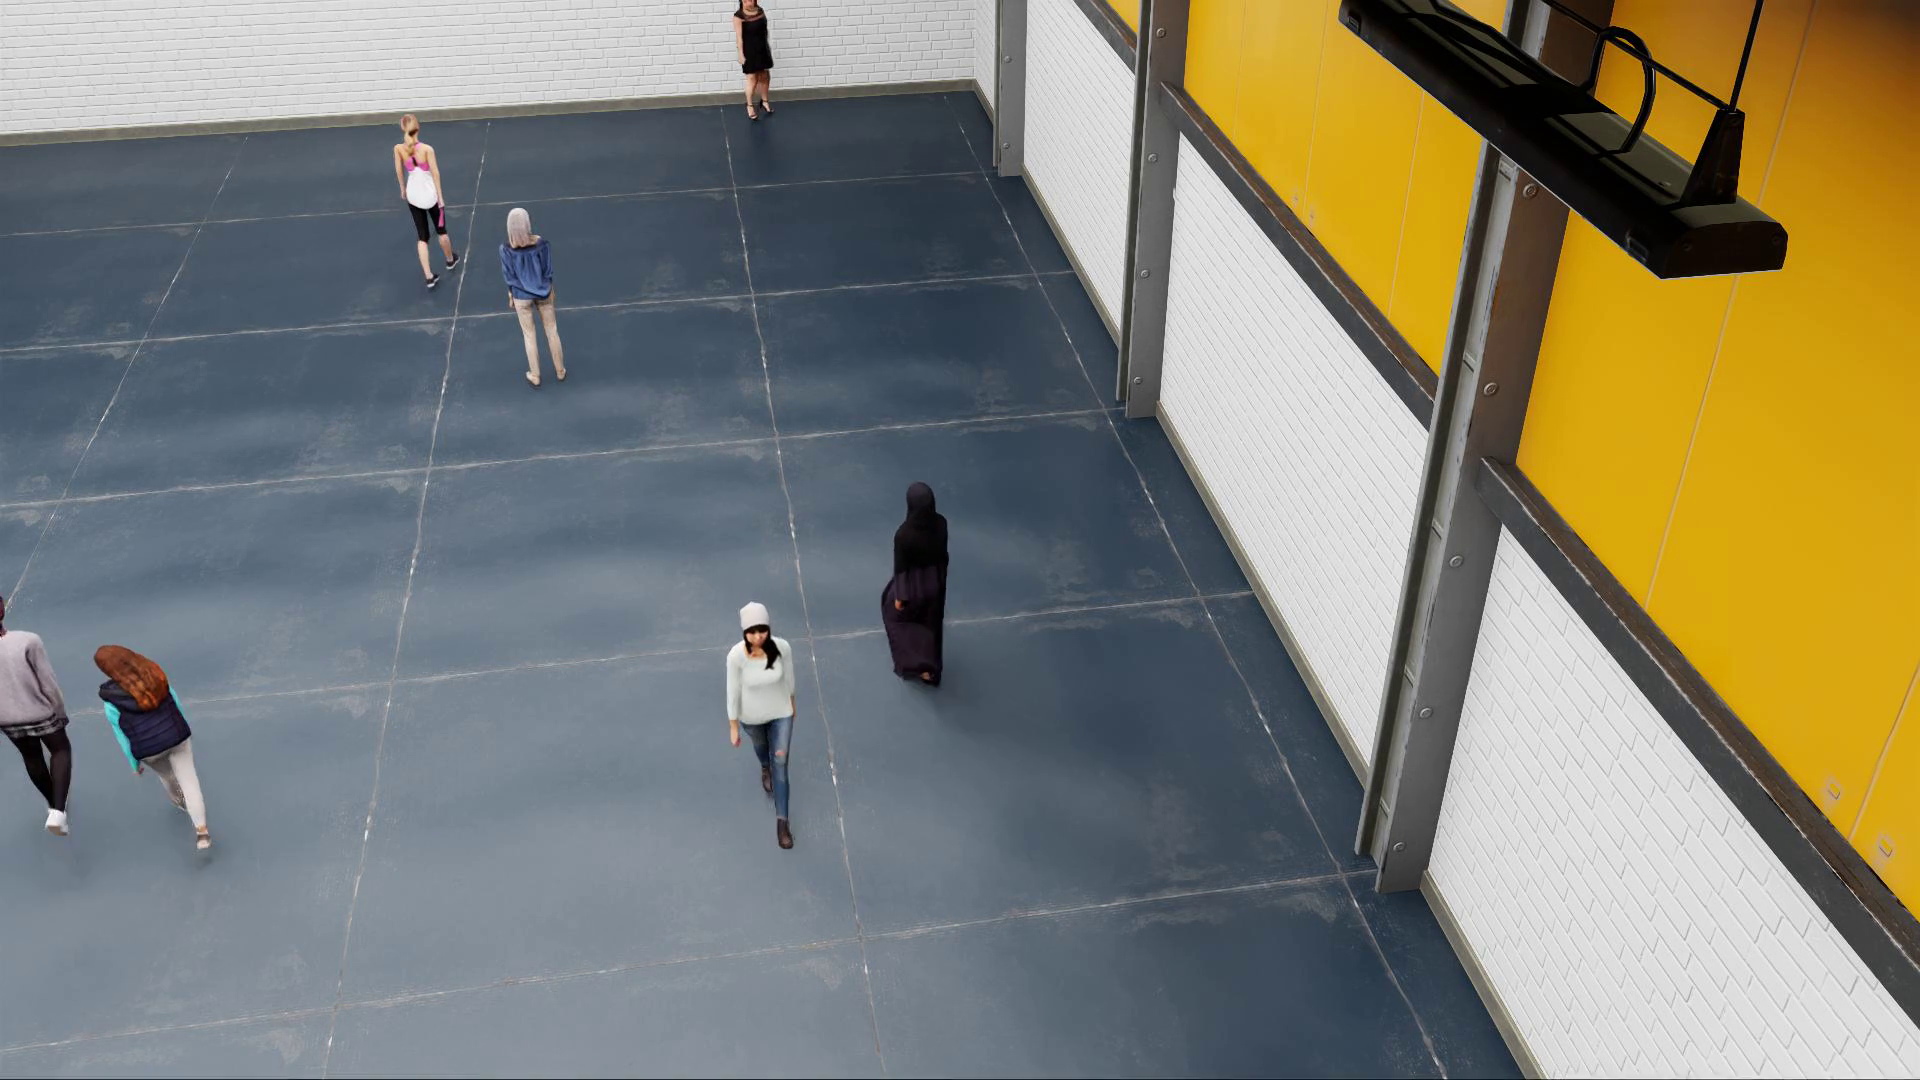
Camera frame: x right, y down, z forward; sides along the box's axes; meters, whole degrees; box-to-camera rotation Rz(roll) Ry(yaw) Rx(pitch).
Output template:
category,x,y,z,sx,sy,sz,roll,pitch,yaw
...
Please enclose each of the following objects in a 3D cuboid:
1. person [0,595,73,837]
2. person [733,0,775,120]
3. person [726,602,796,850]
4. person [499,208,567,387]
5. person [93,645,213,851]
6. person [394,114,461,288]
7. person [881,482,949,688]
category,x,y,z,sx,sy,sz,roll,pitch,yaw
person,-5.720,1.116,10.164,0.697,1.756,0.928,-10,35,-15
person,-2.619,-6.215,21.259,0.823,1.685,0.785,19,38,26
person,-1.243,1.048,10.413,0.626,1.594,1.108,-8,34,-11
person,-3.920,-2.236,15.260,0.672,1.698,0.648,-15,36,-21
person,-4.874,1.274,10.196,0.861,1.459,1.059,-21,39,-29
person,-5.520,-3.440,17.021,0.782,1.754,1.043,2,34,4
person,-0.248,0.337,11.469,0.778,1.610,0.872,-20,39,-28
